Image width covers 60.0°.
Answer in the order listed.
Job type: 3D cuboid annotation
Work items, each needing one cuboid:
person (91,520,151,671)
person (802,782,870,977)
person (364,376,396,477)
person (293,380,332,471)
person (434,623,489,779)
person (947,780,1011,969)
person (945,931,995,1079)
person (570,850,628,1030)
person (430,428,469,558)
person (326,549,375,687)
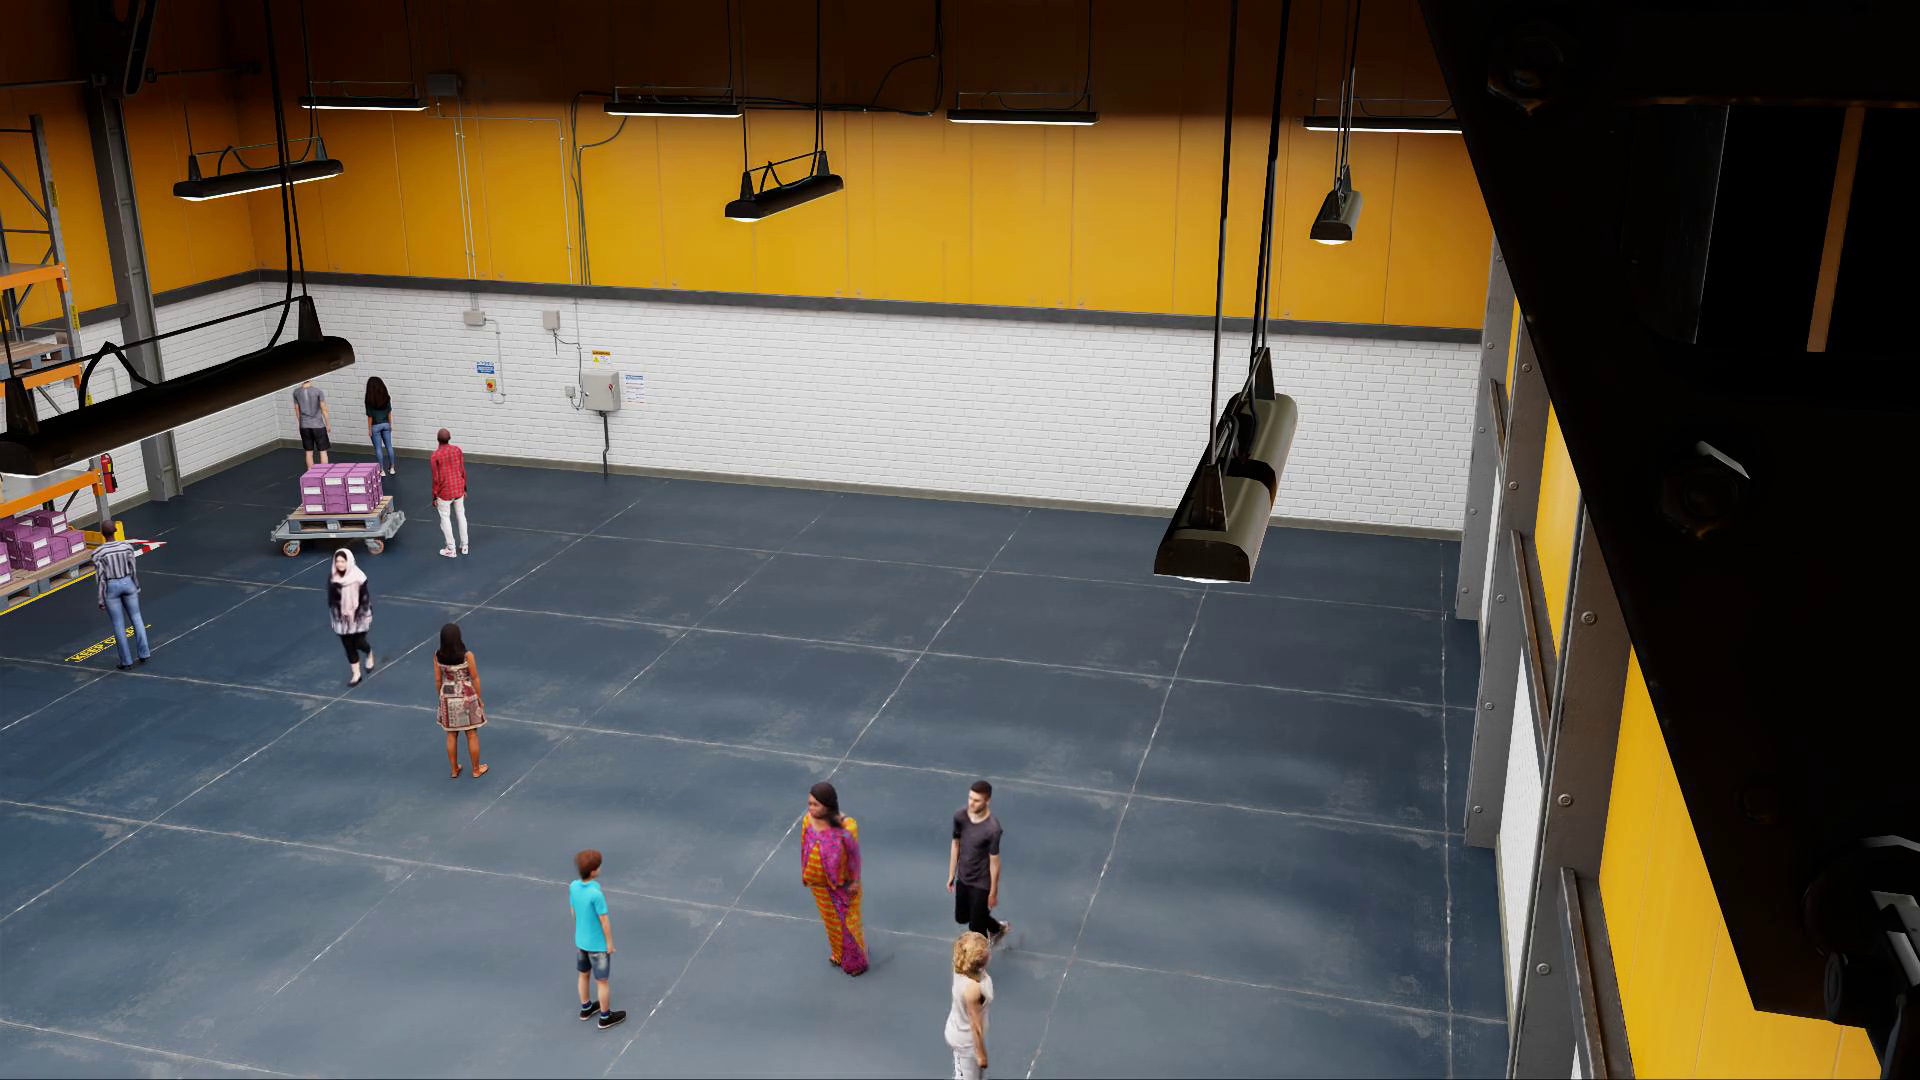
[{"bbox_3d":[-9.696,0.626,19.196,0.770,1.791,0.632,15,24,37],"label":"person"},{"bbox_3d":[-0.975,2.678,13.342,0.809,1.639,0.817,5,19,15],"label":"person"},{"bbox_3d":[-9.356,-1.843,26.802,0.682,1.616,0.768,-17,25,-42],"label":"person"},{"bbox_3d":[-10.237,-1.801,26.277,0.709,1.871,0.641,0,19,1],"label":"person"},{"bbox_3d":[-4.997,1.588,16.570,0.699,1.645,0.616,0,19,1],"label":"person"},{"bbox_3d":[0.182,2.678,13.174,0.914,1.746,1.050,17,25,41],"label":"person"},{"bbox_3d":[0.050,3.346,11.336,0.774,1.653,0.671,-9,21,-26],"label":"person"},{"bbox_3d":[-2.800,3.015,12.638,0.581,1.449,0.582,13,23,34],"label":"person"},{"bbox_3d":[-7.060,-0.677,23.021,0.709,1.819,0.816,-16,24,-39],"label":"person"},{"bbox_3d":[-6.872,0.831,18.851,0.691,1.623,0.784,1,19,4],"label":"person"}]
